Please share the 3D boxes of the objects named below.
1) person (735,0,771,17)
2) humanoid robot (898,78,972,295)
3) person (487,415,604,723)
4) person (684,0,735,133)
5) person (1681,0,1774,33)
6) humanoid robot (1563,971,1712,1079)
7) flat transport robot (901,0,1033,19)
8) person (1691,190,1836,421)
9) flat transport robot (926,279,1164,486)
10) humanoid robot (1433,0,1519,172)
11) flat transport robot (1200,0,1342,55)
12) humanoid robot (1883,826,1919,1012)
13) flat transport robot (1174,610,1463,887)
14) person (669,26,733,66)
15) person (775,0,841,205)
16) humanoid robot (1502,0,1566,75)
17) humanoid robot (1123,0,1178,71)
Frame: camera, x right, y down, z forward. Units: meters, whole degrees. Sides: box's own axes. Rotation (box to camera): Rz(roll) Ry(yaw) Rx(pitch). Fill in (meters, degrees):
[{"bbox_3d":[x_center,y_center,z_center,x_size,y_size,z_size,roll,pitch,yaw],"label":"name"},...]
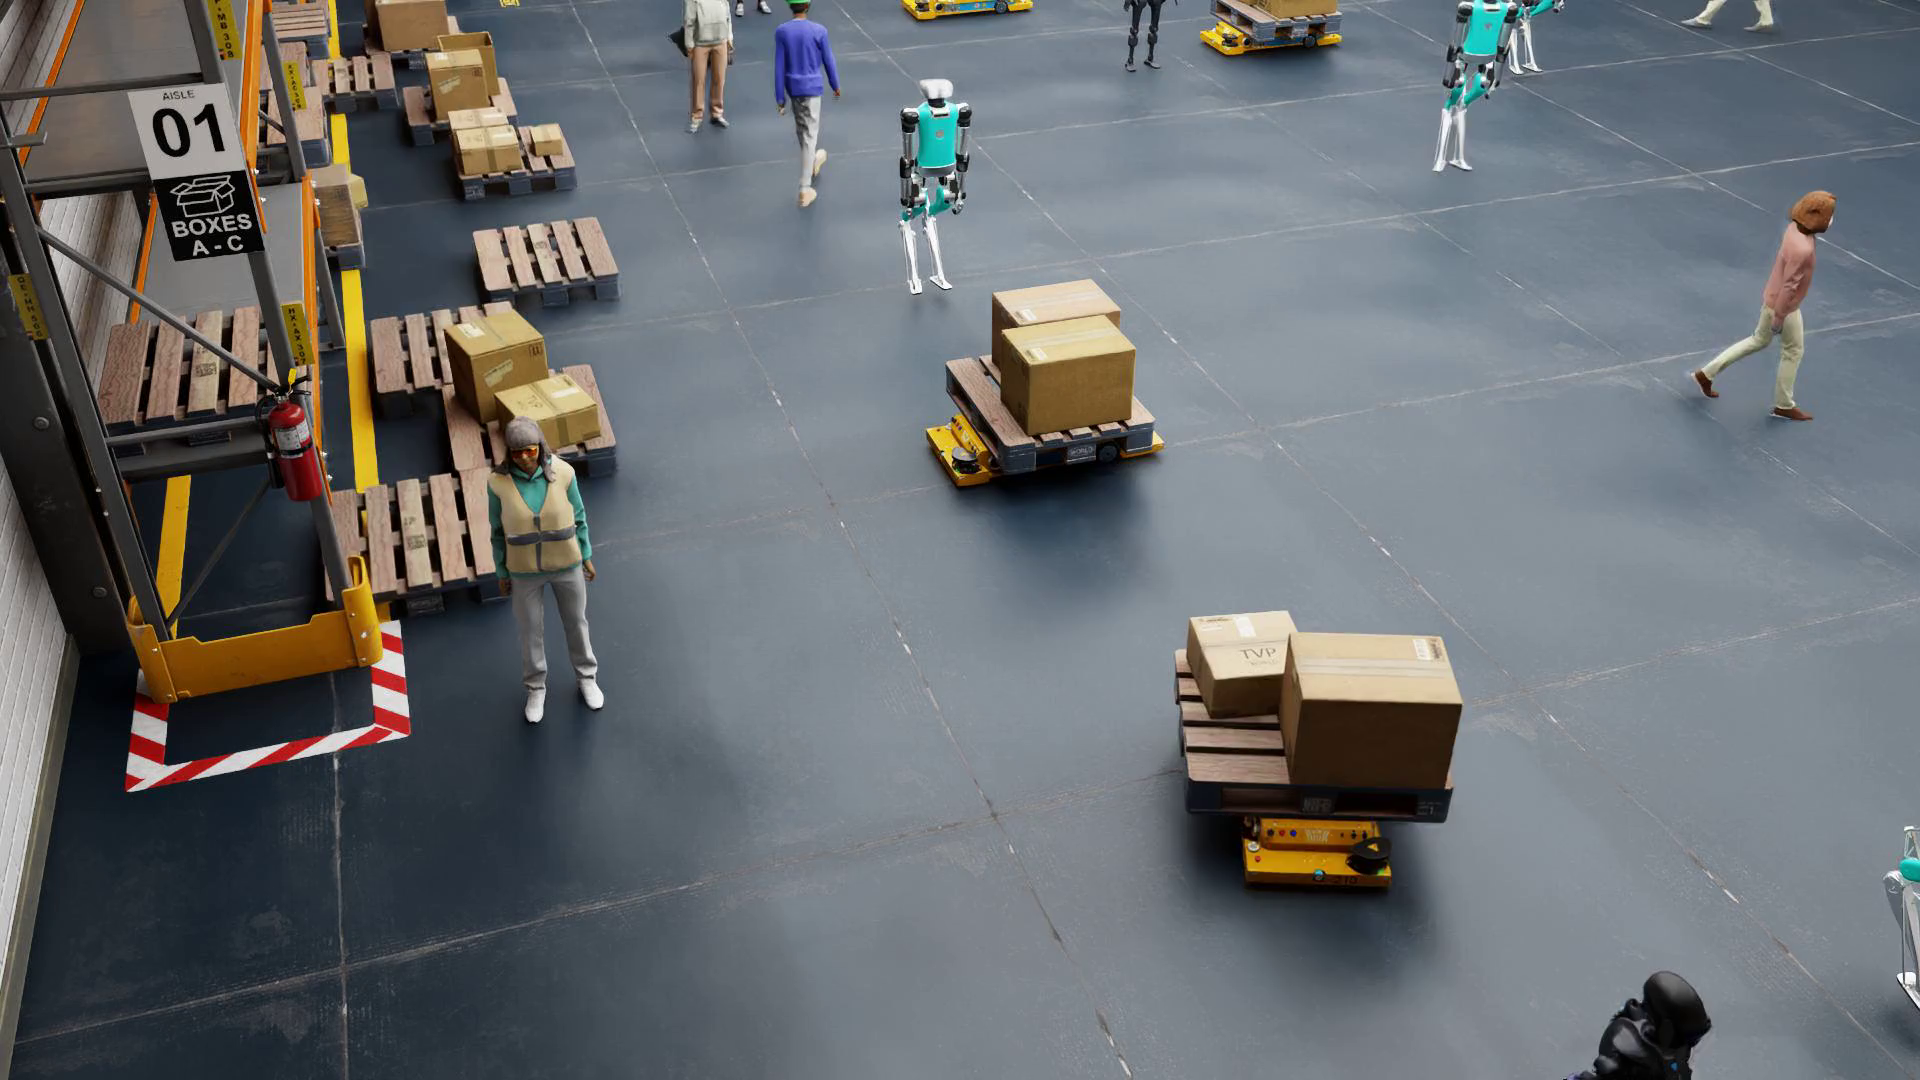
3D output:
[{"bbox_3d":[-2.449,-7.042,19.130,0.567,1.938,0.419,-11,35,-16],"label":"person"},{"bbox_3d":[-0.254,-2.709,12.551,0.533,1.673,0.735,-11,35,-16],"label":"humanoid robot"},{"bbox_3d":[-2.080,0.136,8.330,0.476,1.708,0.363,-11,35,-16],"label":"person"},{"bbox_3d":[-2.420,-4.700,15.804,0.584,1.651,0.393,-17,37,-25],"label":"person"},{"bbox_3d":[8.803,-6.574,18.542,0.979,1.795,0.583,13,35,19],"label":"person"},{"bbox_3d":[2.175,1.964,5.563,0.611,1.635,0.422,-18,37,-25],"label":"humanoid robot"},{"bbox_3d":[0.082,-6.384,19.650,1.431,0.231,0.659,-11,35,-16],"label":"flat transport robot"},{"bbox_3d":[5.431,-1.577,11.052,0.752,1.601,0.496,8,34,12],"label":"person"},{"bbox_3d":[0.555,-0.695,10.925,1.431,0.231,0.659,-11,35,-16],"label":"flat transport robot"},{"bbox_3d":[4.542,-4.174,14.898,0.537,1.749,0.735,-1,33,-2],"label":"humanoid robot"},{"bbox_3d":[3.463,-5.636,18.502,1.431,0.231,0.659,-11,35,-16],"label":"flat transport robot"},{"bbox_3d":[4.103,1.157,6.621,0.533,1.673,0.735,-11,35,-16],"label":"humanoid robot"},{"bbox_3d":[1.667,1.122,8.138,0.659,0.231,1.431,2,33,2],"label":"flat transport robot"},{"bbox_3d":[-2.752,-5.924,17.438,0.597,1.913,0.561,-3,33,-4],"label":"person"},{"bbox_3d":[-1.322,-3.925,14.463,0.475,1.817,0.983,9,34,13],"label":"person"},{"bbox_3d":[5.915,-5.672,17.091,0.533,1.677,0.735,-11,35,-16],"label":"humanoid robot"},{"bbox_3d":[1.992,-5.771,17.407,0.599,1.657,0.315,-11,35,-16],"label":"humanoid robot"}]
